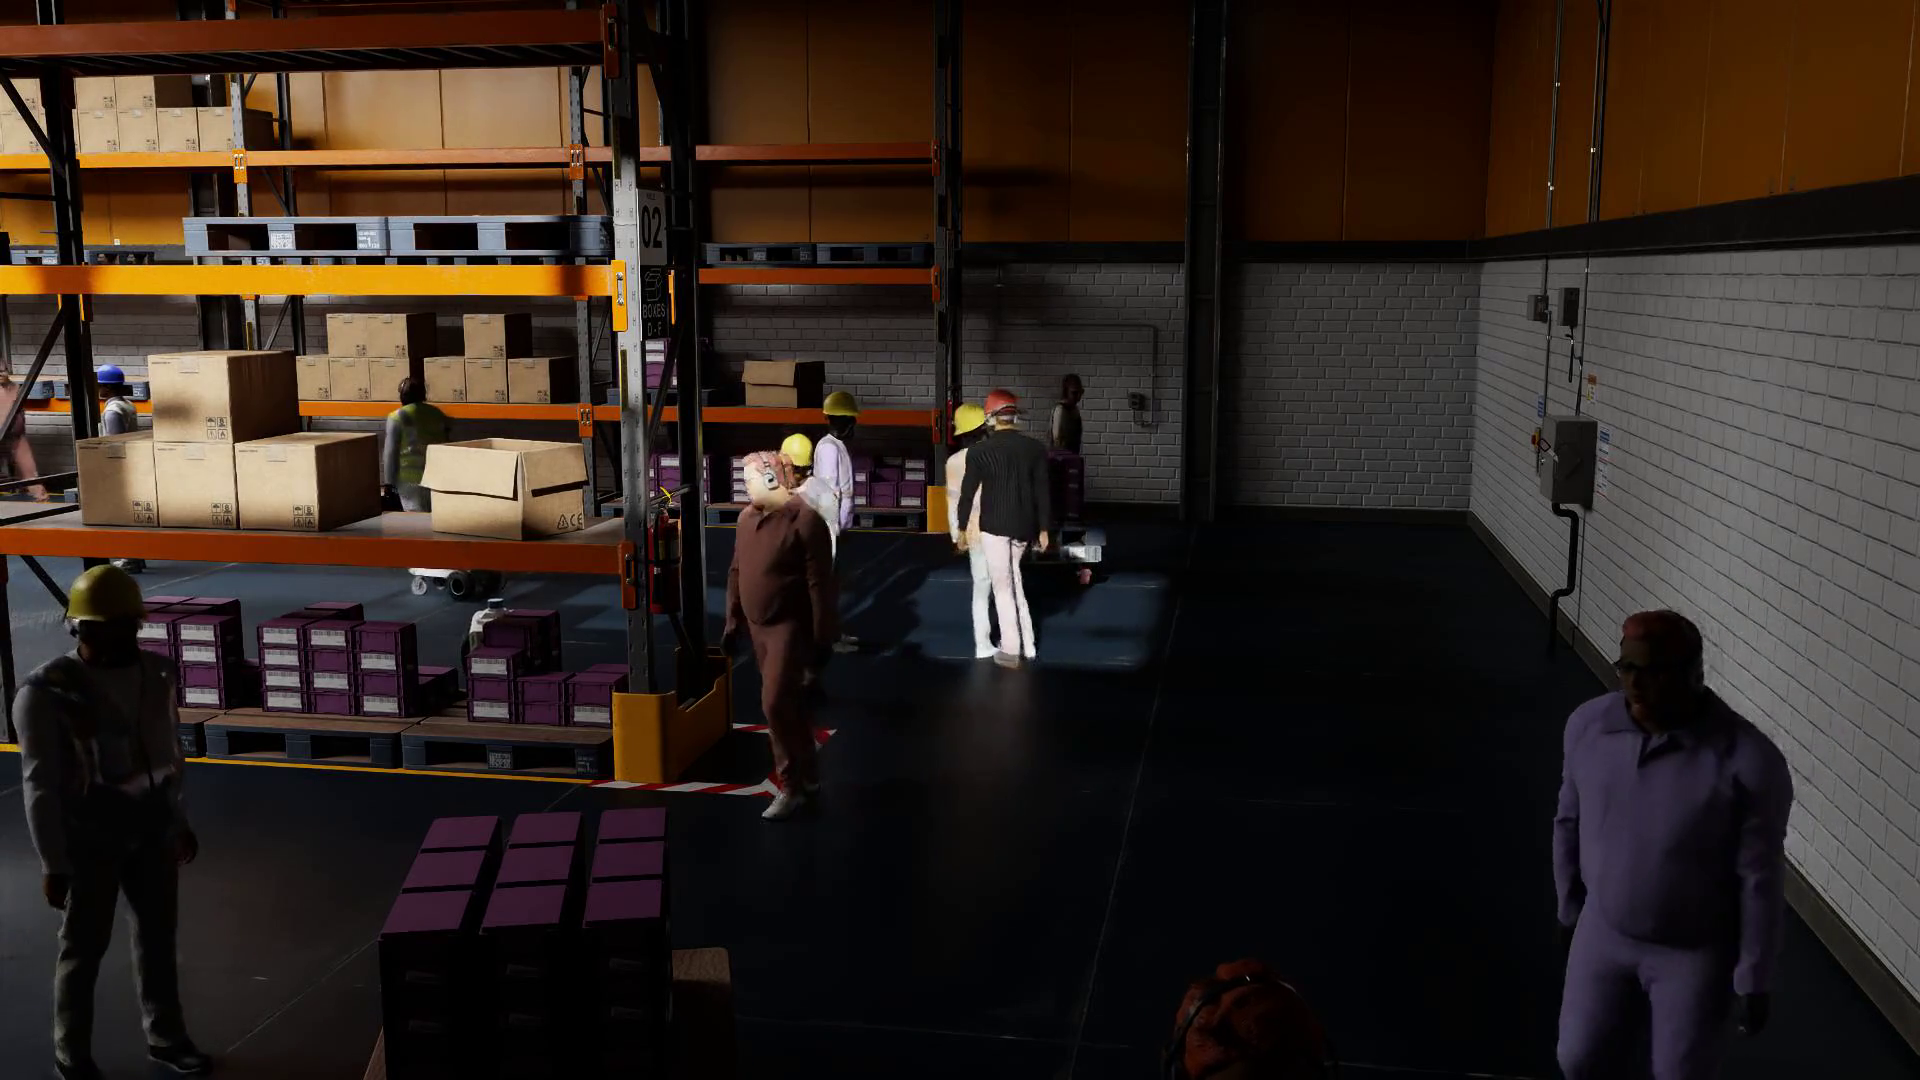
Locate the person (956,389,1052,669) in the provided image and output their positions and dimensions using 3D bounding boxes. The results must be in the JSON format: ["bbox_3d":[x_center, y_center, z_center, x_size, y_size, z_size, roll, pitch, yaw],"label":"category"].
[{"bbox_3d":[0.286,-0.097,11.874,0.625,1.963,0.694,-5,10,-26],"label":"person"}]

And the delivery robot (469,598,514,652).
[{"bbox_3d":[-3.174,0.644,11.395,0.477,0.478,0.707,-2,9,-14],"label":"delivery robot"}]

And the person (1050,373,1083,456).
[{"bbox_3d":[0.996,-0.731,16.313,0.579,1.820,0.542,2,9,13],"label":"person"}]

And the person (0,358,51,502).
[{"bbox_3d":[-10.686,-1.125,18.679,1.013,1.840,0.646,4,10,23],"label":"person"}]

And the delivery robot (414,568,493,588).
[{"bbox_3d":[-4.368,0.165,14.366,0.707,0.478,0.477,4,10,23],"label":"delivery robot"}]

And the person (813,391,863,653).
[{"bbox_3d":[-0.903,-0.139,12.301,0.388,1.927,0.589,0,9,0],"label":"person"}]

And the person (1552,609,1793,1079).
[{"bbox_3d":[1.955,1.109,4.663,0.452,1.888,0.672,-9,13,-43],"label":"person"}]

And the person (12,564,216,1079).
[{"bbox_3d":[-2.869,0.983,5.668,0.404,1.836,0.600,5,10,28],"label":"person"}]

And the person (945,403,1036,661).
[{"bbox_3d":[0.212,-0.041,11.899,0.636,1.872,0.401,-1,9,-4],"label":"person"}]

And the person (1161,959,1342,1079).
[{"bbox_3d":[0.376,1.489,2.330,0.584,1.882,0.339,-2,9,-14],"label":"person"}]

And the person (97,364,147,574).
[{"bbox_3d":[-7.781,-0.652,15.411,0.390,1.949,0.602,-2,9,-14],"label":"person"}]

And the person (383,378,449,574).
[{"bbox_3d":[-4.999,-0.579,15.334,0.436,1.826,0.640,6,11,33],"label":"person"}]

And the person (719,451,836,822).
[{"bbox_3d":[-1.008,0.480,8.632,0.729,1.868,0.644,-9,13,-43],"label":"person"}]

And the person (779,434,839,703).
[{"bbox_3d":[-1.026,0.199,10.626,0.618,1.787,0.569,5,10,28],"label":"person"}]
